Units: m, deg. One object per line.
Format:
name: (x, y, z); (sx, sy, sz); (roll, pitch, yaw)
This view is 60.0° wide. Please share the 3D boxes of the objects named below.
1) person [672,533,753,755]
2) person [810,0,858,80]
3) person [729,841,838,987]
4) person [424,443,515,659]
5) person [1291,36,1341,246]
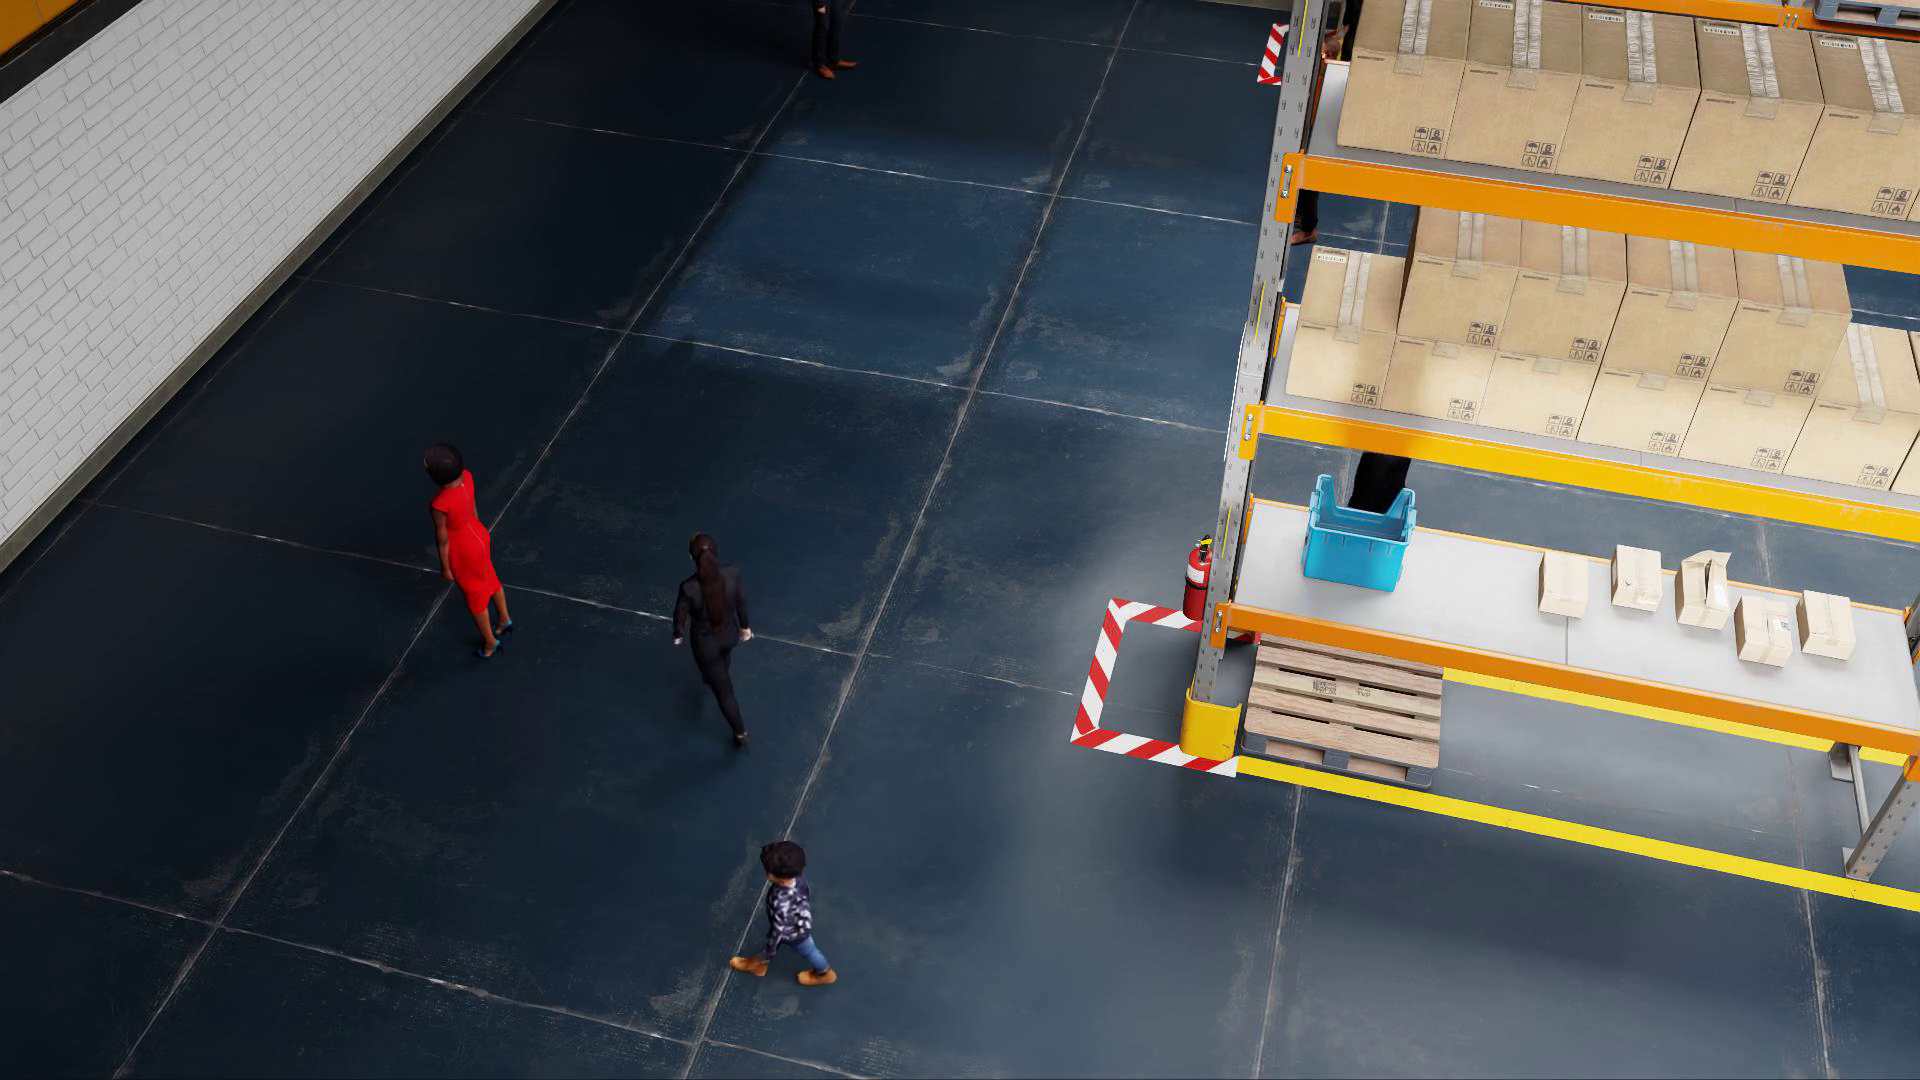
person: (-1.450, 0.676, 10.165); (0.967, 1.679, 1.051); (-25, 49, -24)
person: (-1.399, -5.510, 16.579); (0.634, 1.790, 0.718); (13, 45, 14)
person: (-0.870, 2.068, 9.037); (0.879, 1.220, 0.657); (-1, 44, -1)
person: (-3.173, 0.078, 10.746); (0.488, 1.743, 0.548); (11, 45, 11)
person: (3.049, -3.453, 14.336); (0.725, 1.905, 0.759); (-2, 44, -2)
